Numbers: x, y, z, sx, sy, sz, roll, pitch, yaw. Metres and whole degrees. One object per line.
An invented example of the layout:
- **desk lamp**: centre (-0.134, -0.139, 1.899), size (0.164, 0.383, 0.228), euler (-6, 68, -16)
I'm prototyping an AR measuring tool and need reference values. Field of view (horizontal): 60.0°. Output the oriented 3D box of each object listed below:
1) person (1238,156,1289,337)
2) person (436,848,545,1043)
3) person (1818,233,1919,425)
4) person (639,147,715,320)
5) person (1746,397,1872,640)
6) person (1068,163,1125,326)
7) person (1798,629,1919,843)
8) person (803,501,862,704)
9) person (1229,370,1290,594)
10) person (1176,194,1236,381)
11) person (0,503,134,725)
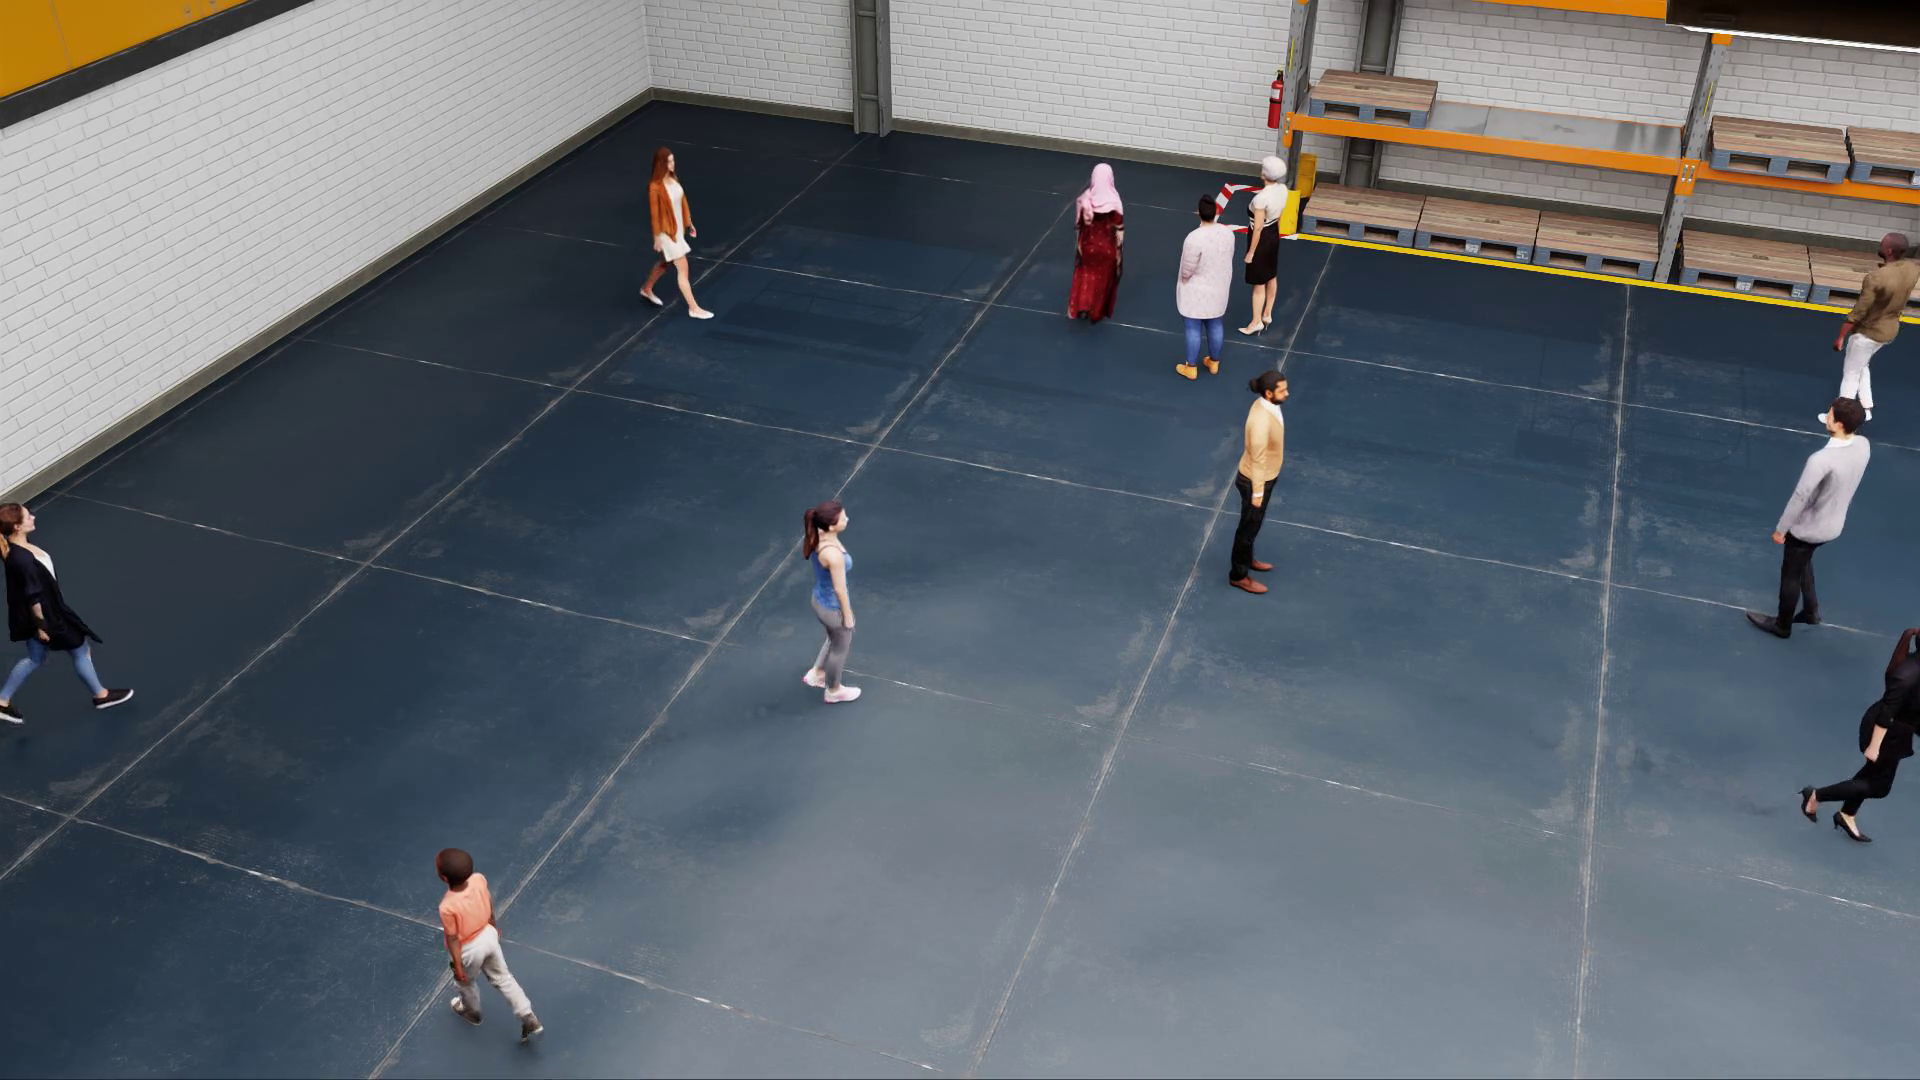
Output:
- **person**: centre (2.874, -2.757, 15.647), size (0.670, 1.755, 0.698), euler (28, 43, 36)
- **person**: centre (-2.492, 2.134, 8.701), size (0.919, 1.300, 0.631), euler (20, 39, 28)
- **person**: centre (7.744, -1.717, 14.026), size (0.850, 1.819, 0.905), euler (-15, 36, -21)
- **person**: centre (-2.866, -2.973, 16.031), size (1.087, 1.690, 0.635), euler (9, 35, 14)
- **person**: centre (5.991, -0.086, 11.489), size (0.912, 1.911, 0.945), euler (-19, 38, -26)
- **person**: centre (1.301, -2.759, 15.767), size (0.628, 1.627, 0.706), euler (12, 35, 18)
- **person**: centre (5.428, 1.131, 9.893), size (0.844, 1.650, 0.751), euler (25, 41, 33)
- **person**: centre (-0.906, 0.436, 10.986), size (0.781, 1.598, 0.723), euler (-12, 35, -17)
- **person**: centre (2.187, -0.457, 12.190), size (0.578, 1.752, 0.670), euler (9, 35, 13)
- **person**: centre (2.203, -2.277, 14.939), size (0.790, 1.741, 0.857), euler (-13, 36, -19)
- **person**: centre (-6.062, 0.528, 10.797), size (1.079, 1.654, 1.108), euler (-21, 39, -29)
